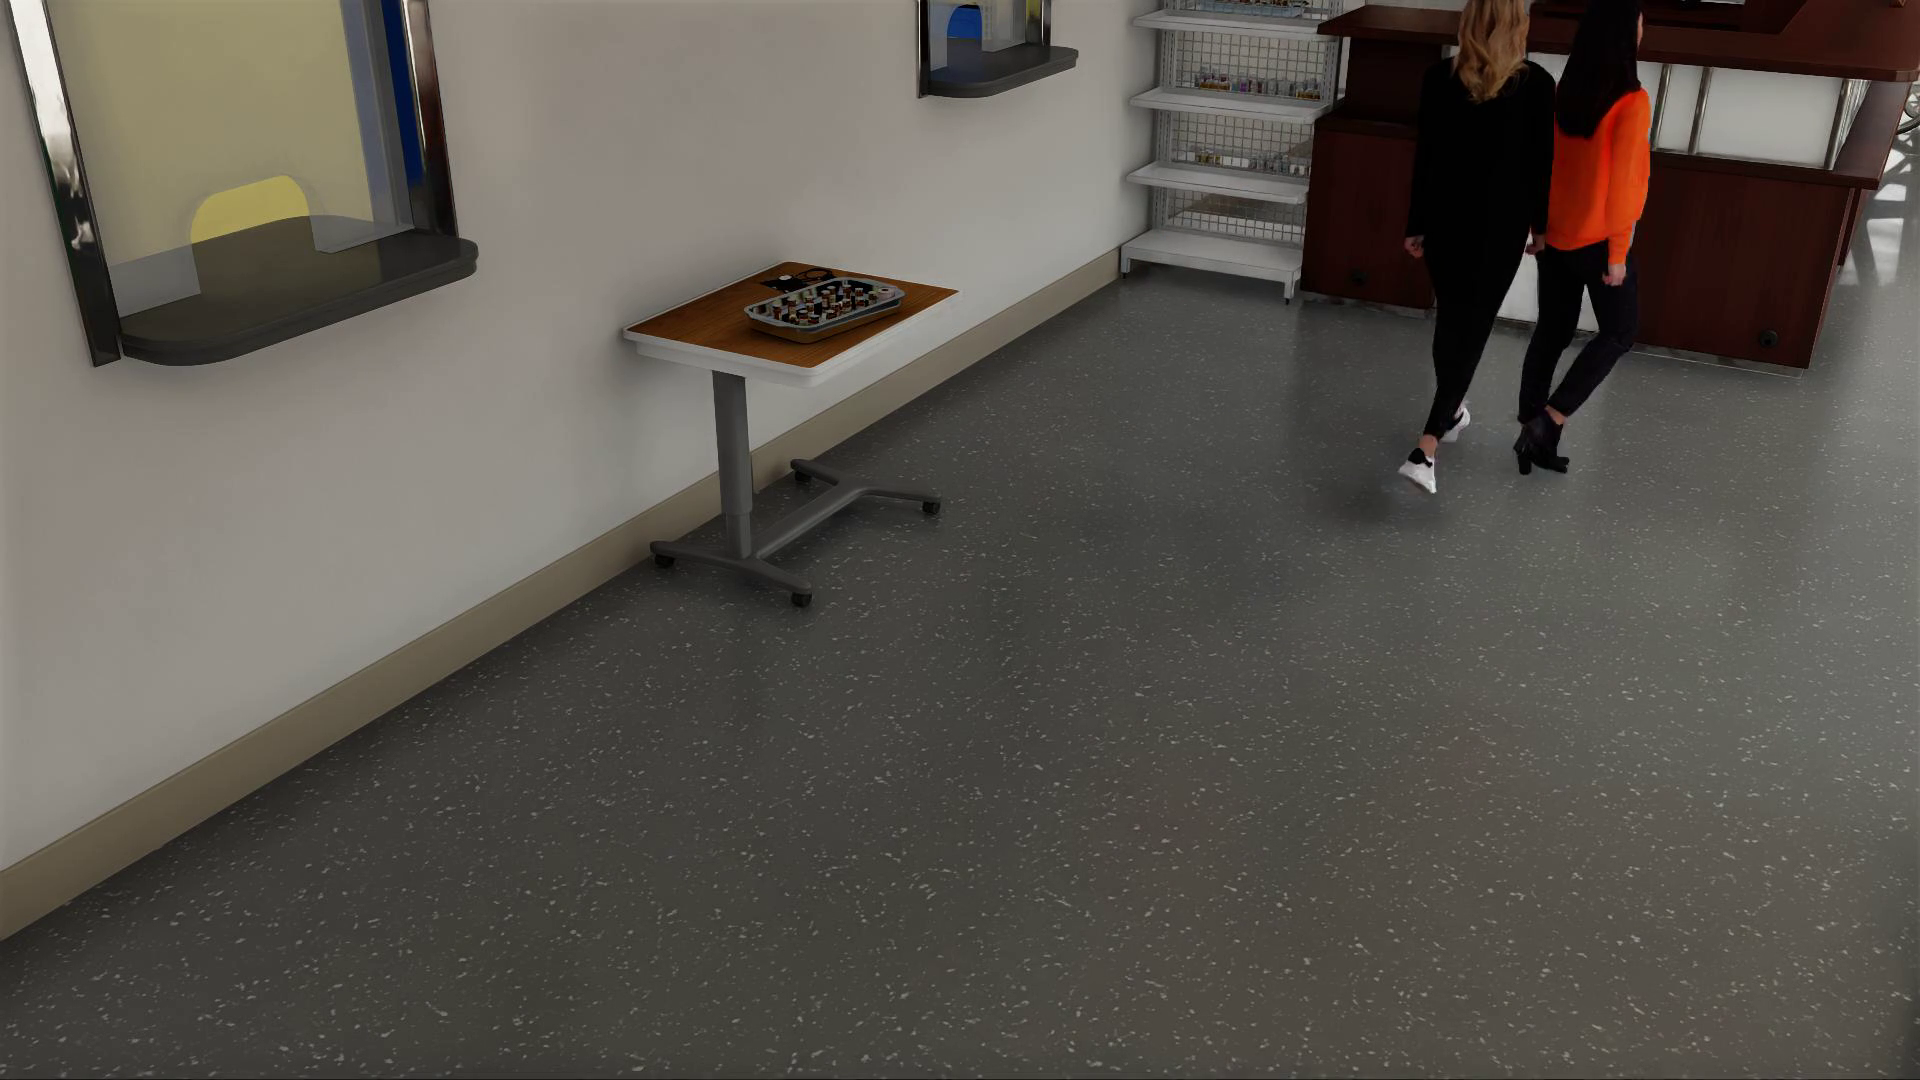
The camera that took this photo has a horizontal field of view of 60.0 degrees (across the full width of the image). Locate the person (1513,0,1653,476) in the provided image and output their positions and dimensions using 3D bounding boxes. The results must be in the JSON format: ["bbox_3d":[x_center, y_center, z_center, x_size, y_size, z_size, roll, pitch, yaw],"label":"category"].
[{"bbox_3d":[2.112,-1.018,5.833,0.826,1.735,0.756,-9,27,-18],"label":"person"}]

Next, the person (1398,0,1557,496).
[{"bbox_3d":[1.742,-1.000,5.770,1.157,1.756,0.703,16,30,30],"label":"person"}]
